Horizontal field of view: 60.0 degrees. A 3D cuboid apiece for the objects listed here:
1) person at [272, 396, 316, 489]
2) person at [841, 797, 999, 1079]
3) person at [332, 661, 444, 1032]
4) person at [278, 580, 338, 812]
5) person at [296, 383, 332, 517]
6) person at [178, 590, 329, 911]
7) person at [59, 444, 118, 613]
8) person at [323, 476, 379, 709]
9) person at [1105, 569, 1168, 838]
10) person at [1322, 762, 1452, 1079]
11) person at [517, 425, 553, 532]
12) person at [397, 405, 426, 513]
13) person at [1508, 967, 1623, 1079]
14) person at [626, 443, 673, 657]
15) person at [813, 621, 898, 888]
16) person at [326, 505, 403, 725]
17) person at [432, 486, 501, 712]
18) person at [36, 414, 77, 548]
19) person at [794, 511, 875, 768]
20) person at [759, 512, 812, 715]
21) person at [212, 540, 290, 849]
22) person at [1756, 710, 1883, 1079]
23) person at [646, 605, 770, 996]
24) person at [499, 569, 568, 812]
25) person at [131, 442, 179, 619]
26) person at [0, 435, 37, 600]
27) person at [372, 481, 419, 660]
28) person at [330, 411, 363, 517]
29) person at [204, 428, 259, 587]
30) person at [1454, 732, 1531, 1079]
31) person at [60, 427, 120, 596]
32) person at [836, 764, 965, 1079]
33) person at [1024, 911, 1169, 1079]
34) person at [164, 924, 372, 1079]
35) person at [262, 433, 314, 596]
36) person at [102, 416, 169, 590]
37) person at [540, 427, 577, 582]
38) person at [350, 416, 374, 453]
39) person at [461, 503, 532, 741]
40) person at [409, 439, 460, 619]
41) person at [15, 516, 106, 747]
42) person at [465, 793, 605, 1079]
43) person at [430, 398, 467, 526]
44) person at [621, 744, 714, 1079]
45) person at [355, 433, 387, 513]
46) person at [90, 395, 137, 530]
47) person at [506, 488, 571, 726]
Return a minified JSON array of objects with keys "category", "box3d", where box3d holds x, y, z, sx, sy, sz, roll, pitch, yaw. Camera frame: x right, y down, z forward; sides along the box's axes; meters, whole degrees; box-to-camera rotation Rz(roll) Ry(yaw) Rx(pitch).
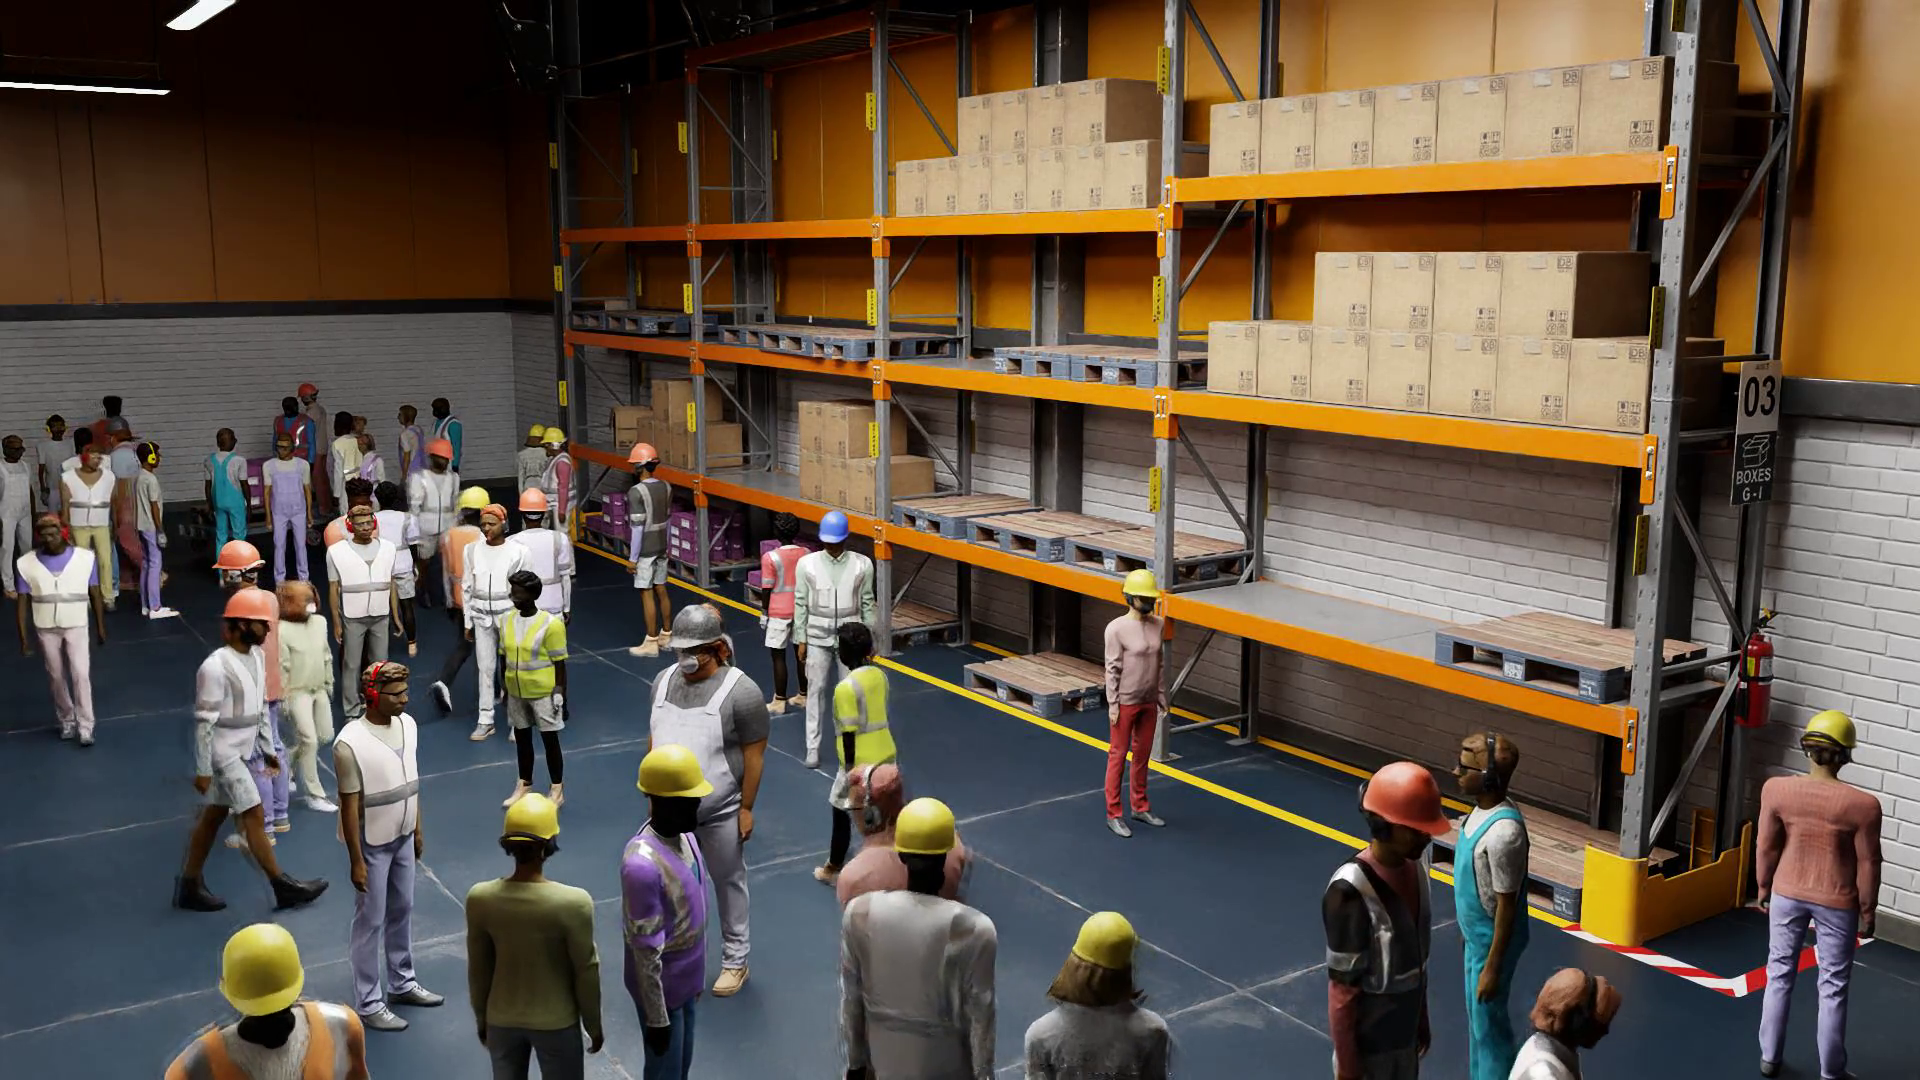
[{"category":"person","box3d":[-9.453,-1.120,23.590,0.621,1.841,0.429,1,10,5]},{"category":"person","box3d":[-0.163,1.863,5.889,0.598,1.908,0.727,4,10,21]},{"category":"person","box3d":[-2.865,1.497,8.243,0.394,1.836,0.560,3,10,16]},{"category":"person","box3d":[-4.537,1.057,11.443,0.526,1.617,0.504,4,10,21]},{"category":"person","box3d":[-9.348,-1.277,24.076,0.393,1.986,0.610,-1,10,-4]},{"category":"person","box3d":[-4.165,1.232,9.644,0.918,1.879,0.567,0,10,-3]},{"category":"person","box3d":[-9.223,-0.101,17.680,0.573,1.812,0.793,-6,11,-32]},{"category":"person","box3d":[-5.091,0.433,14.117,0.379,1.959,0.603,3,10,18]},{"category":"person","box3d":[1.168,1.062,10.987,0.525,1.770,0.306,-8,12,-39]},{"category":"person","box3d":[1.551,1.775,6.035,0.411,2.033,0.612,9,13,41]},{"category":"person","box3d":[-5.240,-0.567,20.665,0.490,1.730,0.324,1,10,6]},{"category":"person","box3d":[-7.308,-0.881,22.162,0.345,1.847,0.506,1,10,7]},{"category":"person","box3d":[1.891,2.131,5.183,0.729,1.601,0.565,3,10,19]},{"category":"person","box3d":[-2.988,0.094,15.860,0.384,2.041,0.615,4,11,23]},{"category":"person","box3d":[-0.512,1.310,9.878,0.824,1.650,0.541,6,11,30]},{"category":"person","box3d":[-4.754,0.629,13.294,0.563,1.847,0.389,-9,13,-42]},{"category":"person","box3d":[-4.073,0.506,13.853,0.597,1.902,0.747,4,10,22]},{"category":"person","box3d":[-11.116,-0.625,20.588,0.336,1.873,0.521,8,12,38]},{"category":"person","box3d":[-0.930,0.736,12.404,0.605,1.937,0.411,-1,10,-8]},{"category":"person","box3d":[-1.434,0.608,13.888,0.535,1.690,0.319,-9,13,-41]},{"category":"person","box3d":[-4.586,0.987,10.756,0.381,1.994,0.622,0,10,0]},{"category":"person","box3d":[3.916,1.643,7.608,0.524,1.760,0.327,9,13,41]},{"category":"person","box3d":[-1.354,1.334,8.587,0.683,2.000,0.538,4,10,22]},{"category":"person","box3d":[-2.926,1.031,11.368,0.540,1.697,0.318,4,11,23]},{"category":"person","box3d":[-8.533,-0.101,17.557,0.517,1.859,0.331,9,13,43]},{"category":"person","box3d":[-10.517,-0.257,18.526,0.351,1.838,0.504,4,11,24]},{"category":"person","box3d":[-5.389,0.287,15.740,0.540,1.695,0.317,-5,11,-27]},{"category":"person","box3d":[-7.499,-0.624,20.434,0.392,1.922,0.590,2,10,12]},{"category":"person","box3d":[-8.414,-0.370,19.164,0.514,1.844,0.327,0,10,2]},{"category":"person","box3d":[2.202,1.703,6.993,0.351,1.847,0.507,2,10,10]},{"category":"person","box3d":[-9.649,-0.291,18.484,0.398,1.920,0.589,6,12,33]},{"category":"person","box3d":[-0.279,1.765,6.627,0.706,1.843,1.032,-8,13,-40]},{"category":"person","box3d":[0.440,2.052,5.441,0.478,1.682,0.968,0,10,2]},{"category":"person","box3d":[-1.980,2.032,4.886,0.608,1.905,0.537,-7,12,-37]},{"category":"person","box3d":[-7.556,-0.296,18.740,0.505,1.842,0.345,-4,11,-23]},{"category":"person","box3d":[-9.411,-0.420,18.882,0.754,2.000,0.715,-2,10,-14]},{"category":"person","box3d":[-4.692,-0.409,19.475,0.403,1.826,0.595,-3,10,-19]},{"category":"person","box3d":[-8.344,-0.913,22.999,0.387,1.615,0.576,6,11,32]},{"category":"person","box3d":[-3.635,0.649,13.076,0.574,1.882,0.352,1,10,4]},{"category":"person","box3d":[-5.603,-0.143,17.731,0.568,1.897,0.958,-6,11,-32]},{"category":"person","box3d":[-6.957,0.723,12.860,0.583,1.803,0.904,-4,11,-24]},{"category":"person","box3d":[-1.632,1.843,6.438,0.534,1.759,0.343,2,10,11]},{"category":"person","box3d":[-7.241,-1.092,23.454,0.429,1.830,0.639,-9,13,-41]},{"category":"person","box3d":[-1.131,1.736,6.560,0.367,1.926,0.594,1,10,4]},{"category":"person","box3d":[-7.298,-0.503,20.556,0.523,1.636,0.310,5,11,26]},{"category":"person","box3d":[-11.621,-1.015,22.715,0.633,1.937,0.815,4,10,20]},{"category":"person","box3d":[-3.438,0.542,13.536,0.543,1.939,0.361,-4,11,-25]}]
